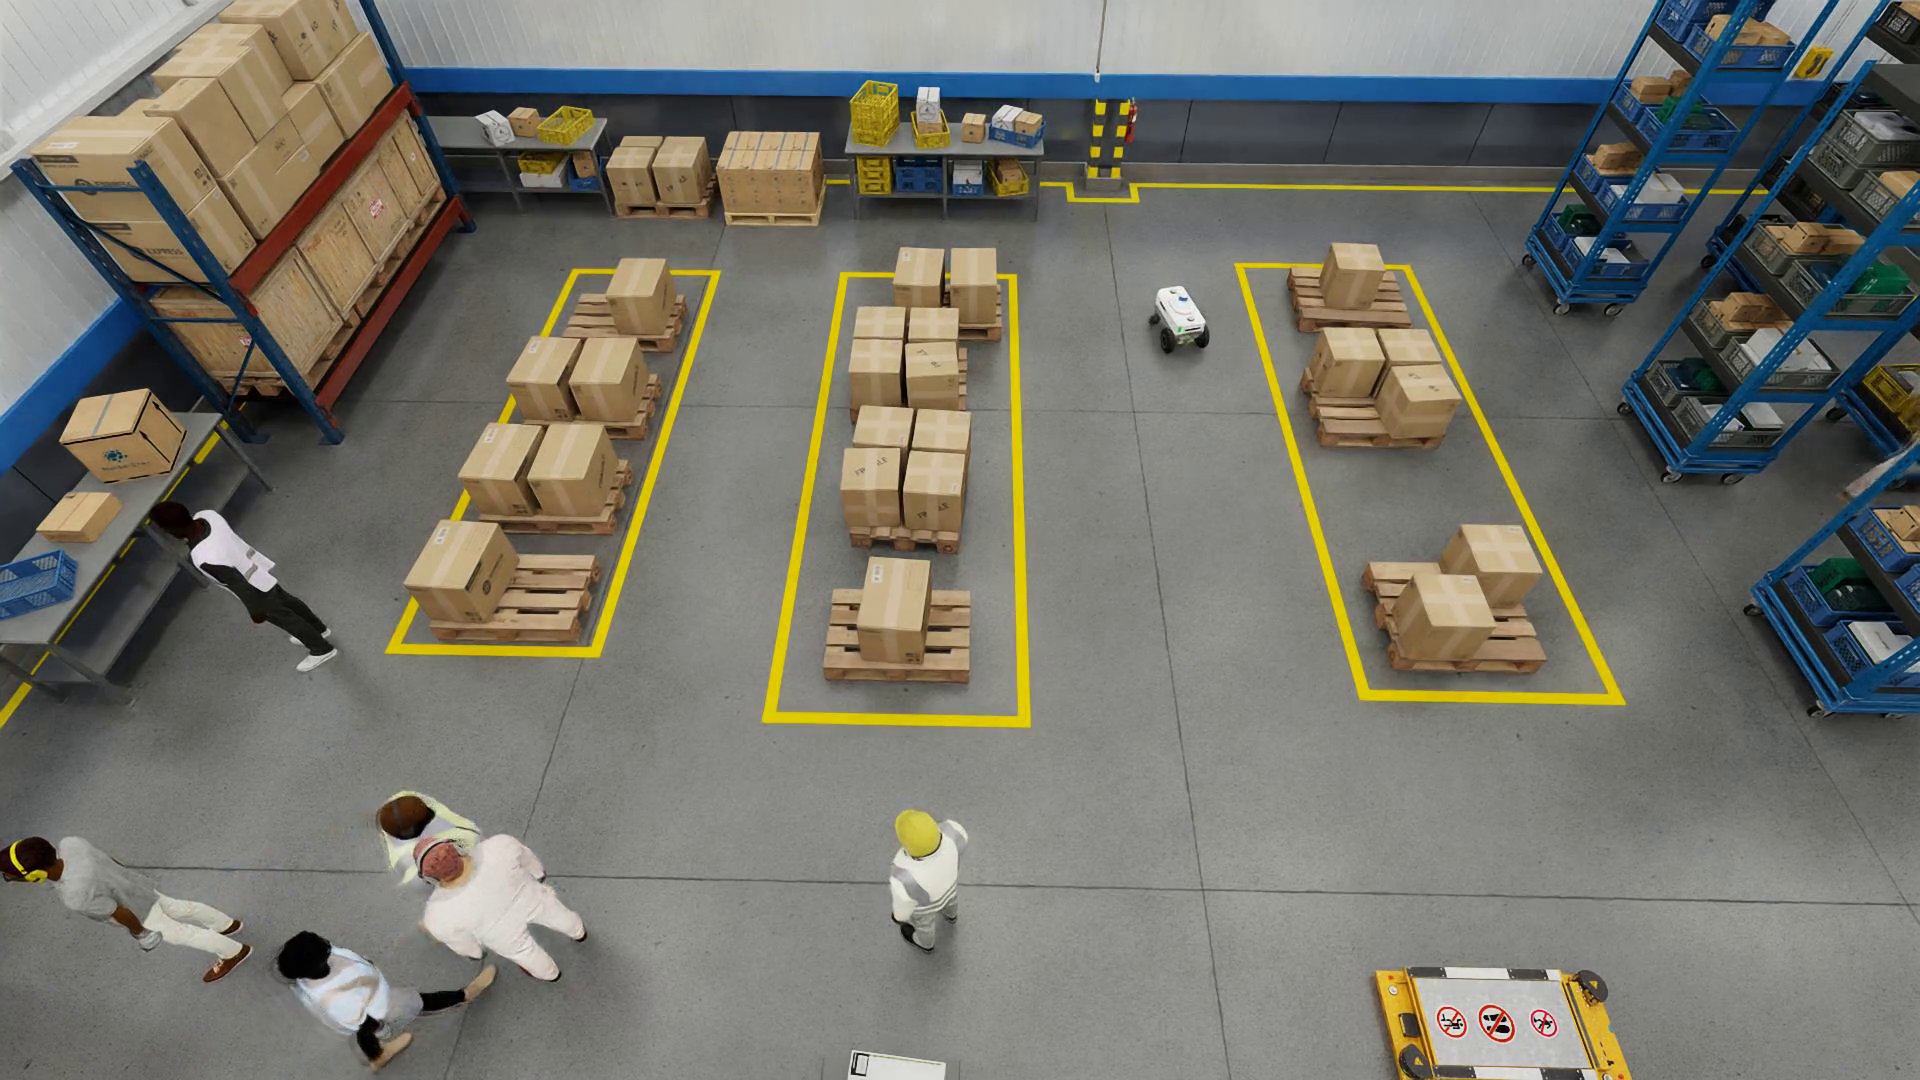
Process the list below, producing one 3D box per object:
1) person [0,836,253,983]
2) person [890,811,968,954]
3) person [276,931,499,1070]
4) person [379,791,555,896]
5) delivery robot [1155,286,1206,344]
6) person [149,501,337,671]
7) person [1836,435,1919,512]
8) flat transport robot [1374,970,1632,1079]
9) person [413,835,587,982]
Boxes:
[{"bbox_3d":[-5.066,2.251,5.609,0.316,1.870,0.532,-32,58,-23],"label":"person"},{"bbox_3d":[-0.217,2.134,5.727,0.404,1.835,0.587,35,59,25],"label":"person"},{"bbox_3d":[-3.463,2.638,5.427,0.539,1.643,0.879,30,57,22],"label":"person"},{"bbox_3d":[-3.207,2.060,5.796,0.632,1.819,0.647,-25,55,-19],"label":"person"},{"bbox_3d":[2.478,-2.562,10.316,0.477,0.478,0.707,-10,52,-8],"label":"delivery robot"},{"bbox_3d":[-5.511,0.342,7.136,0.386,1.915,0.590,-25,55,-19],"label":"person"},{"bbox_3d":[8.851,-0.987,8.193,0.745,1.949,0.544,-37,60,-26],"label":"person"},{"bbox_3d":[3.501,3.133,5.914,1.431,0.197,0.652,1,51,1],"label":"flat transport robot"},{"bbox_3d":[-2.799,2.242,5.597,0.404,1.903,0.637,23,54,18],"label":"person"}]
